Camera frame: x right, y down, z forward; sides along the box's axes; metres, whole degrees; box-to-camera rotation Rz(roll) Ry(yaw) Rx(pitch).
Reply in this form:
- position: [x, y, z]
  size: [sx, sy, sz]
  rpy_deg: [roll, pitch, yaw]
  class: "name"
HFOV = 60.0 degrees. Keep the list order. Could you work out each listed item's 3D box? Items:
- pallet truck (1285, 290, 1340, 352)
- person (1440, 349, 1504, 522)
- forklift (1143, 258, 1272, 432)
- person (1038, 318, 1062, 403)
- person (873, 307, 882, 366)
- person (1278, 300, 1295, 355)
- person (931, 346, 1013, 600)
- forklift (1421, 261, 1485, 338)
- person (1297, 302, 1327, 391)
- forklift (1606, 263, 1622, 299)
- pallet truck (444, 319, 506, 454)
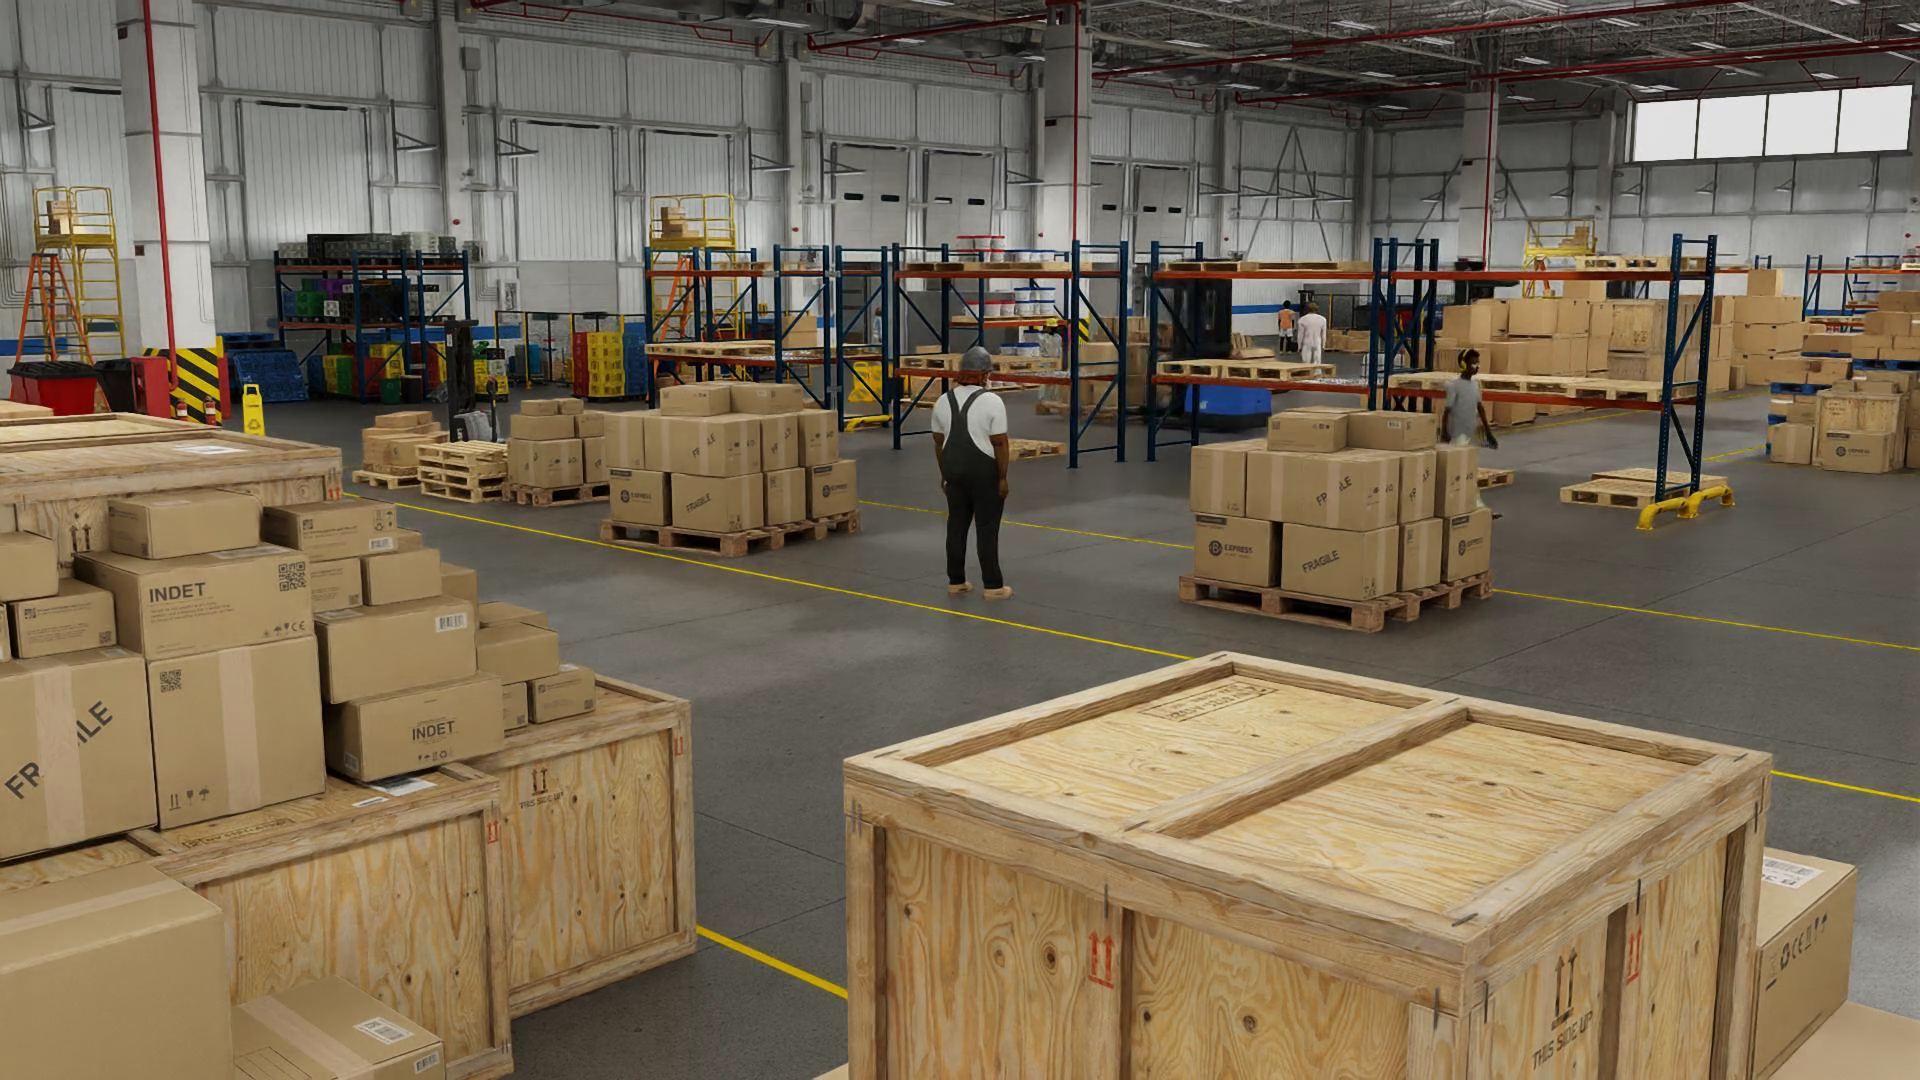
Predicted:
- position: [11.297, -6.951, 52.861]
  size: [1.885, 1.965, 0.823]
  rpy_deg: [-5, 11, -29]
  class: "pallet truck"
- position: [5.335, -1.106, 17.594]
  size: [0.535, 1.821, 1.003]
  rpy_deg: [-8, 13, -42]
  class: "person"
- position: [4.136, -3.244, 27.436]
  size: [1.873, 2.768, 1.129]
  rpy_deg: [9, 13, 43]
  class: "forklift"
- position: [1.724, -3.331, 31.485]
  size: [0.486, 1.735, 0.330]
  rpy_deg: [-5, 10, -27]
  class: "person"
- position: [-2.170, -5.389, 44.415]
  size: [0.314, 1.631, 0.525]
  rpy_deg: [-1, 9, -6]
  class: "person"
- position: [10.054, -6.534, 51.238]
  size: [0.533, 1.694, 0.318]
  rpy_deg: [5, 10, 26]
  class: "person"
- position: [0.141, -0.546, 13.461]
  size: [0.674, 2.000, 0.537]
  rpy_deg: [7, 11, 35]
  class: "person"
- position: [11.830, -5.104, 38.837]
  size: [1.873, 2.768, 1.129]
  rpy_deg: [9, 13, 43]
  class: "forklift"
- position: [7.659, -4.211, 36.259]
  size: [0.628, 1.936, 0.377]
  rpy_deg: [0, 9, 1]
  class: "person"
- position: [17.860, -6.203, 45.576]
  size: [1.873, 2.768, 1.129]
  rpy_deg: [3, 10, 15]
  class: "forklift"
- position: [-6.981, -1.942, 22.150]
  size: [1.885, 1.965, 0.823]
  rpy_deg: [1, 9, 9]
  class: "pallet truck"
